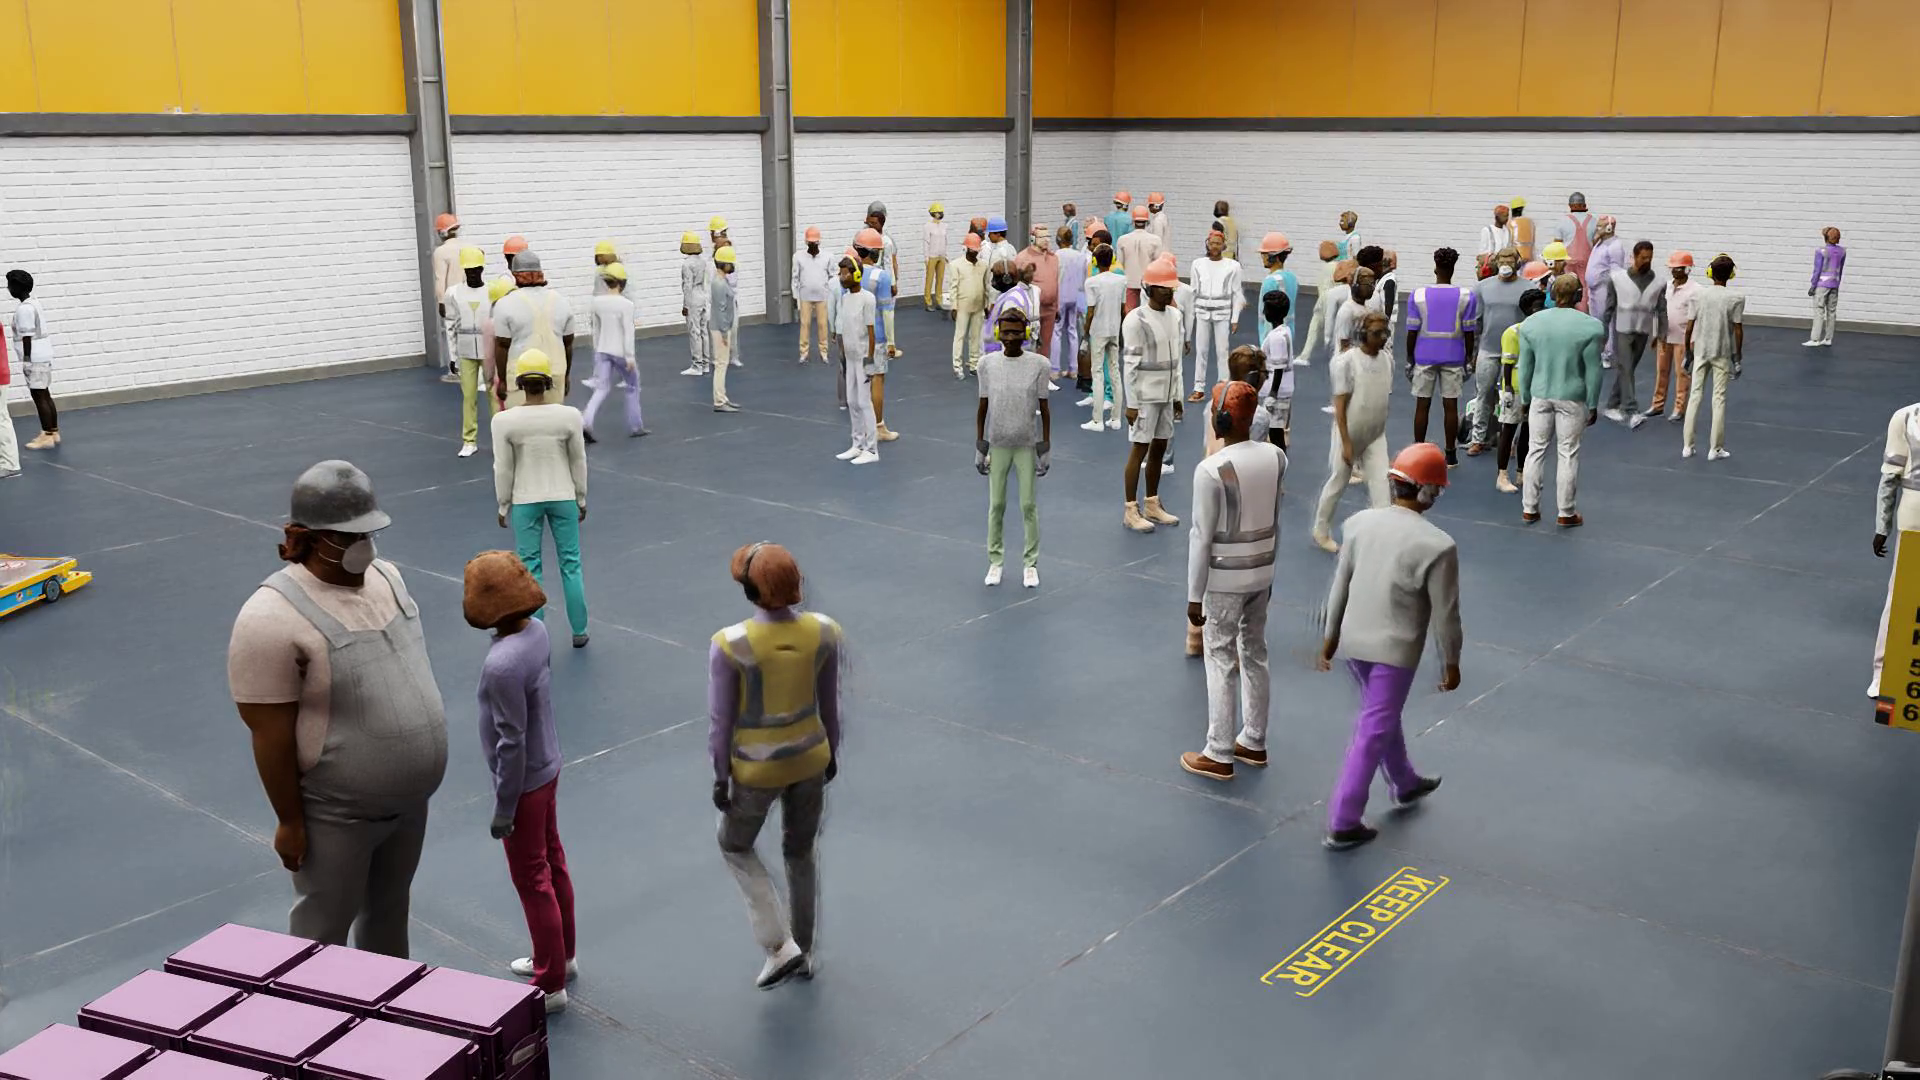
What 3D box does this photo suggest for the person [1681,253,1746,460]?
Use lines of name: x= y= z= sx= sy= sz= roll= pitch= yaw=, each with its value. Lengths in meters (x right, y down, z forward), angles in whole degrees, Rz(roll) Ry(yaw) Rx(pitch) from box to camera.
person: x=6.872 y=-1.666 z=15.178 sx=0.532 sy=1.871 sz=0.321 roll=11 pitch=18 yaw=37

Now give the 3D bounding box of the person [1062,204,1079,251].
person: x=1.967 y=-5.185 z=29.734 sx=0.314 sy=1.632 sz=0.522 roll=-4 pitch=15 yaw=-17

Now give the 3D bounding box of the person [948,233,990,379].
person: x=0.130 y=-2.814 z=20.019 sx=0.562 sy=1.743 sz=0.337 roll=-9 pitch=17 yaw=-32

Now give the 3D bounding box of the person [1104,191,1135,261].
person: x=2.520 y=-4.454 z=26.063 sx=0.623 sy=1.993 sz=0.384 roll=13 pitch=19 yaw=42

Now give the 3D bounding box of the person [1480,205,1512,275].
person: x=7.782 y=-3.927 z=24.226 sx=0.591 sy=1.872 sz=0.371 roll=-7 pitch=16 yaw=-27

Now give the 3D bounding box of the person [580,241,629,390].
person: x=-4.083 y=-2.567 z=19.098 sx=0.507 sy=1.696 sz=0.893 roll=12 pitch=19 yaw=40

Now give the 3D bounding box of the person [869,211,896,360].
person: x=-1.049 y=-3.292 z=21.575 sx=0.392 sy=1.921 sz=0.592 roll=-7 pitch=16 yaw=-27

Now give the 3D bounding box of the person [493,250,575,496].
person: x=-3.522 y=-1.379 z=13.686 sx=0.687 sy=2.000 sz=0.536 roll=-12 pitch=18 yaw=-40

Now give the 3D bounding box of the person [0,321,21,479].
person: x=-8.429 y=-1.402 z=14.392 sx=0.351 sy=1.738 sz=0.573 roll=-13 pitch=19 yaw=-41

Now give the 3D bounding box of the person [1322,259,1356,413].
person: x=4.070 y=-2.153 z=17.623 sx=0.492 sy=1.625 sz=0.279 roll=-6 pitch=15 yaw=-23

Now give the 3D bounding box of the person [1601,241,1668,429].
person: x=6.842 y=-2.077 z=16.834 sx=0.608 sy=1.862 sz=1.055 roll=-1 pitch=14 yaw=-3

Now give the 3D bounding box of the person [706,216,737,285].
person: x=-3.147 y=-3.345 z=21.968 sx=0.404 sy=1.827 sz=0.600 roll=0 pitch=14 yaw=-2

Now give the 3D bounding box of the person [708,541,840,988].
person: x=-0.631 y=0.798 z=5.820 sx=0.528 sy=1.624 sz=0.395 roll=-9 pitch=17 yaw=-33

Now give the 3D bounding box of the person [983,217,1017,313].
person: x=0.486 y=-2.894 z=19.955 sx=0.416 sy=1.939 sz=0.610 roll=5 pitch=15 yaw=21

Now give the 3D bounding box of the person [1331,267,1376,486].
person: x=3.355 y=-1.393 z=14.138 sx=0.345 sy=1.846 sz=0.506 roll=8 pitch=16 yaw=30

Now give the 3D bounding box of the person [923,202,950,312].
person: x=-0.385 y=-4.630 z=27.225 sx=0.533 sy=1.772 sz=0.297 roll=-13 pitch=19 yaw=-42

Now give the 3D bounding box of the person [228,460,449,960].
person: x=-1.861 y=0.743 z=5.206 sx=0.536 sy=2.000 sz=0.688 roll=5 pitch=15 yaw=19

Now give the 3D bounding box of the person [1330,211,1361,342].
person: x=5.363 y=-3.632 z=23.081 sx=0.333 sy=1.844 sz=0.514 roll=-2 pitch=14 yaw=-6

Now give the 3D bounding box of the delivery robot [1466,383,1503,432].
delivery robot: x=5.157 y=-1.278 z=16.103 sx=0.477 sy=0.478 sz=0.707 roll=9 pitch=16 yaw=31

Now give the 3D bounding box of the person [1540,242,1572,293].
person: x=6.088 y=-2.156 z=17.212 sx=0.404 sy=1.832 sz=0.597 roll=6 pitch=15 yaw=23

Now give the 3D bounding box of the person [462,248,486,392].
person: x=-5.560 y=-2.523 z=19.076 sx=0.314 sy=1.636 sz=0.515 roll=-5 pitch=15 yaw=-20

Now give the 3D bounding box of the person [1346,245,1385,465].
person: x=3.645 y=-1.663 z=14.970 sx=0.367 sy=1.966 sz=0.607 roll=-2 pitch=14 yaw=-6

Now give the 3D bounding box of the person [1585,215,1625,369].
person: x=8.012 y=-3.092 z=20.801 sx=0.401 sy=1.910 sz=0.641 roll=0 pitch=14 yaw=0

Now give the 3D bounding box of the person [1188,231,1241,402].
person: x=2.771 y=-2.436 z=18.224 sx=0.584 sy=1.884 sz=0.347 roll=6 pitch=15 yaw=22

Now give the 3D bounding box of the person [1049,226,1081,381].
person: x=1.250 y=-2.823 z=19.880 sx=0.522 sy=1.833 sz=0.339 roll=-7 pitch=16 yaw=-26

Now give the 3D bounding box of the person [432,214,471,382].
person: x=-5.998 y=-2.867 z=19.751 sx=0.425 sy=1.984 sz=0.636 roll=8 pitch=16 yaw=28

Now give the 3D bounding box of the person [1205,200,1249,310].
person: x=4.325 y=-4.617 z=27.101 sx=0.875 sy=1.814 sz=0.614 roll=7 pitch=16 yaw=26

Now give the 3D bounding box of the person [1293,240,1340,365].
person: x=4.604 y=-2.962 z=20.918 sx=0.822 sy=1.592 sz=0.508 roll=1 pitch=14 yaw=4

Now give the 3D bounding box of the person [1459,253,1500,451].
person: x=4.951 y=-1.756 z=15.585 sx=0.374 sy=1.843 sz=0.569 roll=9 pitch=17 yaw=31

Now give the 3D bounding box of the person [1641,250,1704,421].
person: x=7.381 y=-2.108 z=17.177 sx=0.337 sy=1.752 sz=0.564 roll=-8 pitch=16 yaw=-29

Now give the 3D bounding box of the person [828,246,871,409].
person: x=-1.129 y=-2.272 z=17.852 sx=0.569 sy=1.741 sz=0.347 roll=4 pitch=15 yaw=15

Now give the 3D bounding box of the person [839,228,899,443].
person: x=-0.864 y=-1.958 z=15.993 sx=0.608 sy=2.044 sz=0.373 roll=10 pitch=17 yaw=35

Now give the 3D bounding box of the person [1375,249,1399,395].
person: x=4.798 y=-2.463 z=18.828 sx=0.308 sy=1.641 sz=0.511 roll=1 pitch=14 yaw=5

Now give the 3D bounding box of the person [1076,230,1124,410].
person: x=1.536 y=-2.358 z=17.843 sx=0.391 sy=1.920 sz=0.587 roll=-7 pitch=16 yaw=-27

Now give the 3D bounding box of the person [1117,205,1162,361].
person: x=2.313 y=-3.291 z=21.412 sx=0.611 sy=1.998 sz=0.375 roll=4 pitch=15 yaw=15

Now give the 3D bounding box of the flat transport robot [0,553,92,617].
flat transport robot: x=-6.170 y=0.344 z=10.387 sx=0.652 sy=0.197 sz=1.431 roll=2 pitch=14 yaw=6

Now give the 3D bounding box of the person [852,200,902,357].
person: x=-1.050 y=-3.432 z=21.889 sx=0.683 sy=2.000 sz=0.537 roll=11 pitch=18 yaw=37

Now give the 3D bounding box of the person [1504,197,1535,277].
person: x=8.795 y=-4.459 z=26.340 sx=0.619 sy=1.877 sz=0.791 roll=-5 pitch=15 yaw=-19
